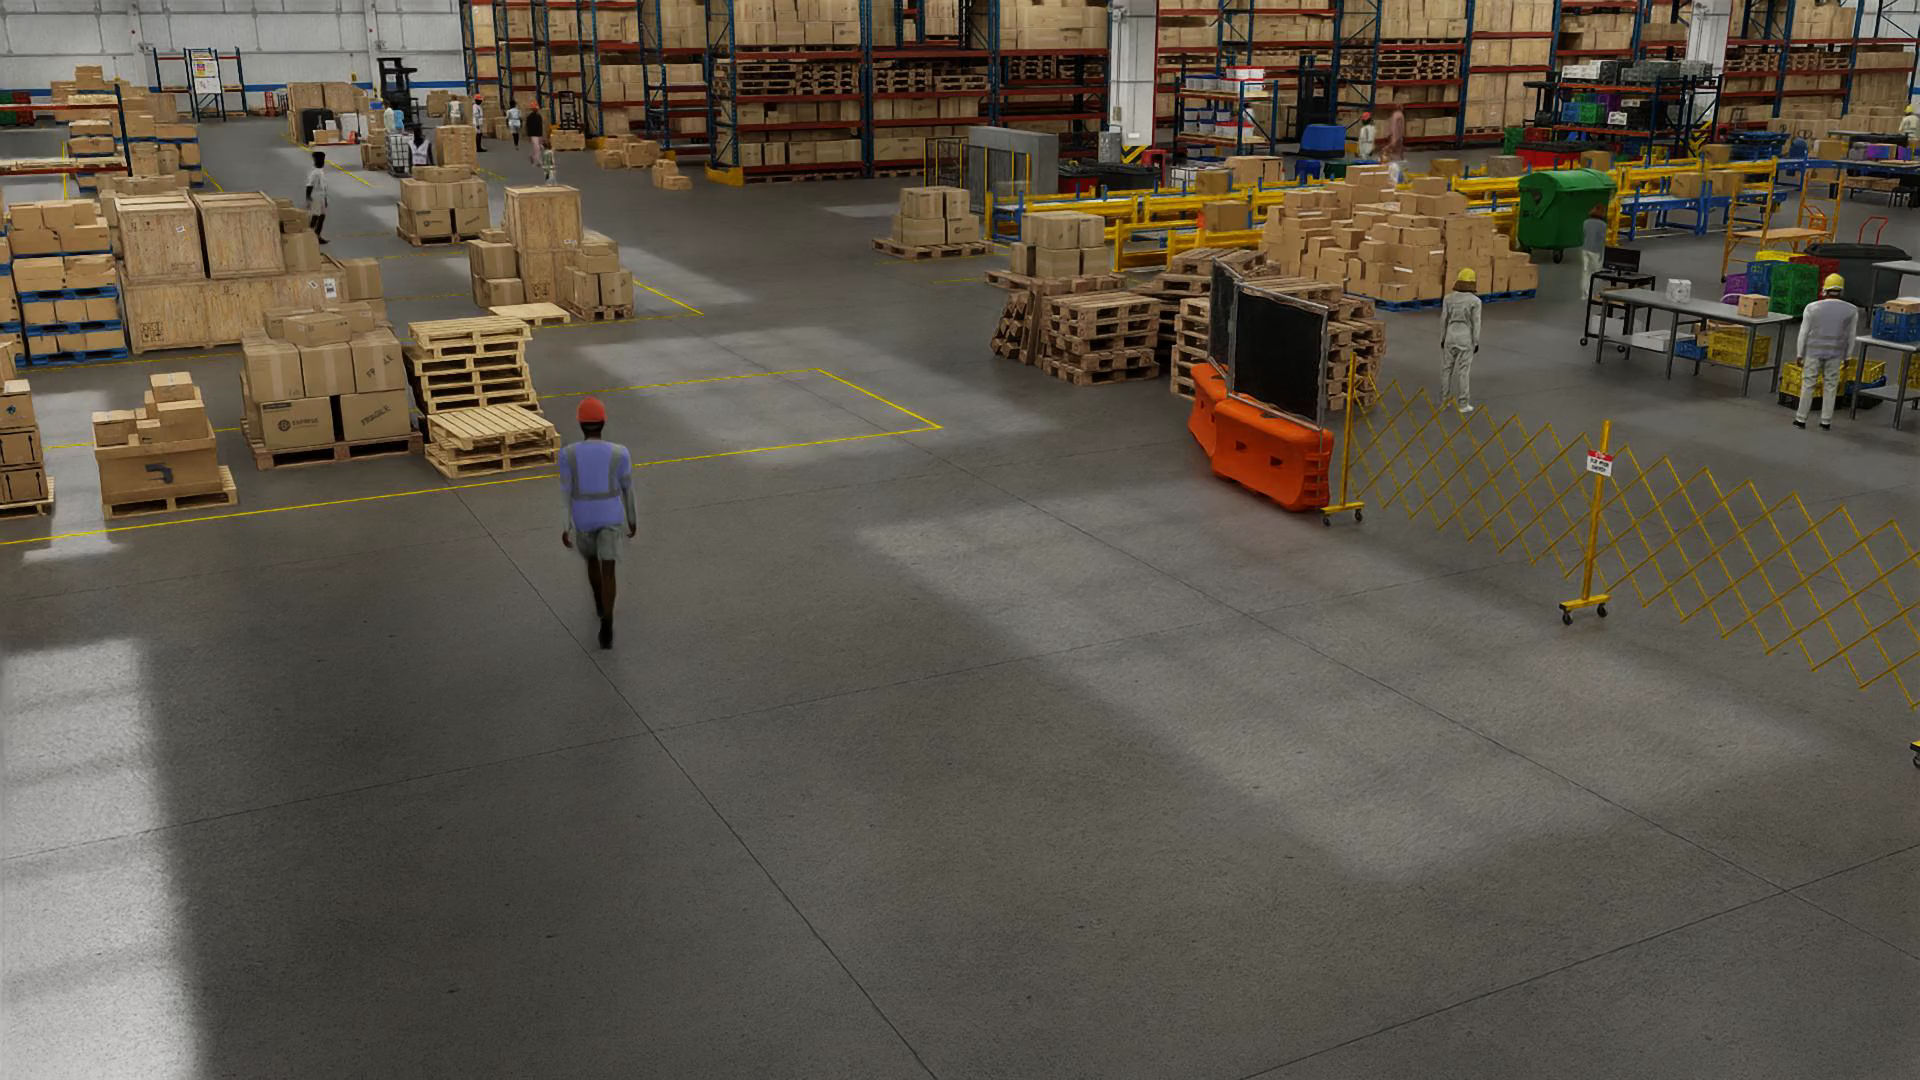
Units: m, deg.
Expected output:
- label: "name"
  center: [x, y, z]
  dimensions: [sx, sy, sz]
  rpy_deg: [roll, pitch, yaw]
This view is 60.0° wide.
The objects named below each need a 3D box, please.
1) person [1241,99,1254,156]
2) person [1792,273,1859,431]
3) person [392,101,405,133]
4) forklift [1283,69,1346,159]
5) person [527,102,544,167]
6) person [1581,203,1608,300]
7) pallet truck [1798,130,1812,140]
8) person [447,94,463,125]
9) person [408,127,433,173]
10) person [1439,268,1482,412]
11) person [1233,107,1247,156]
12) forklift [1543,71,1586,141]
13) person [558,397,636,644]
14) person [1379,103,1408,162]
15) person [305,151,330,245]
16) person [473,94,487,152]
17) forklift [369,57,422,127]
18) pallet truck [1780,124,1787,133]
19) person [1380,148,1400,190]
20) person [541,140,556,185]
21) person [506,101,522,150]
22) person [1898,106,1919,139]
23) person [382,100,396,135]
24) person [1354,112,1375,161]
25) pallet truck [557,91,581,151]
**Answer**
- label: "person"
  center: [9.316, -13.423, 54.274]
  dimensions: [0.686, 1.885, 0.682]
  rpy_deg: [-12, 21, -33]
- label: "person"
  center: [10.049, -2.178, 19.336]
  dimensions: [0.595, 1.824, 0.404]
  rpy_deg: [6, 19, 17]
- label: "person"
  center: [-19.026, -13.971, 56.296]
  dimensions: [0.322, 1.696, 0.536]
  rpy_deg: [12, 21, 33]
- label: "forklift"
  center: [11.615, -13.871, 54.079]
  dimensions: [1.129, 2.768, 1.873]
  rpy_deg: [-9, 20, -27]
- label: "person"
  center: [-13.116, -12.496, 51.252]
  dimensions: [0.693, 1.975, 0.620]
  rpy_deg: [11, 21, 30]
- label: "person"
  center: [10.653, -4.842, 27.972]
  dimensions: [0.361, 1.616, 0.497]
  rpy_deg: [-12, 21, -32]
- label: "pallet truck"
  center: [25.526, -11.556, 49.408]
  dimensions: [1.630, 1.274, 0.653]
  rpy_deg: [-9, 20, -26]
- label: "person"
  center: [-18.942, -15.896, 62.395]
  dimensions: [0.554, 1.617, 0.614]
  rpy_deg: [-8, 19, -23]
- label: "person"
  center: [-13.572, -9.449, 41.902]
  dimensions: [0.598, 1.887, 0.842]
  rpy_deg: [3, 18, 8]
- label: "person"
  center: [6.097, -2.436, 20.264]
  dimensions: [0.492, 1.740, 0.325]
  rpy_deg: [13, 22, 35]
- label: "person"
  center: [8.912, -12.879, 52.815]
  dimensions: [0.531, 1.733, 0.774]
  rpy_deg: [-6, 19, -17]
- label: "forklift"
  center: [18.685, -13.231, 52.085]
  dimensions: [1.873, 2.768, 1.129]
  rpy_deg: [-9, 20, -26]
- label: "person"
  center: [-2.824, -0.186, 13.018]
  dimensions: [0.567, 1.886, 1.018]
  rpy_deg: [-3, 18, -8]
- label: "person"
  center: [13.761, -12.869, 52.625]
  dimensions: [1.002, 1.856, 0.648]
  rpy_deg: [-2, 18, -5]
- label: "person"
  center: [-13.300, -7.035, 34.310]
  dimensions: [0.470, 1.922, 0.742]
  rpy_deg: [0, 18, -2]
- label: "person"
  center: [-16.333, -14.162, 56.532]
  dimensions: [0.384, 1.930, 0.540]
  rpy_deg: [0, 18, 1]
- label: "forklift"
  center: [-22.739, -17.888, 66.602]
  dimensions: [1.873, 2.768, 1.129]
  rpy_deg: [13, 22, 34]
- label: "pallet truck"
  center: [25.206, -12.542, 52.601]
  dimensions: [1.601, 1.201, 0.680]
  rpy_deg: [0, 18, -2]
- label: "person"
  center: [9.107, -7.403, 35.500]
  dimensions: [0.543, 1.892, 0.668]
  rpy_deg: [-6, 19, -19]
- label: "person"
  center: [-10.116, -9.035, 41.007]
  dimensions: [0.311, 1.636, 0.521]
  rpy_deg: [0, 18, -1]
- label: "person"
  center: [-15.422, -14.359, 57.577]
  dimensions: [0.540, 1.654, 0.843]
  rpy_deg: [-12, 21, -34]
- label: "person"
  center: [29.702, -12.713, 52.252]
  dimensions: [0.611, 1.772, 0.938]
  rpy_deg: [-6, 19, -18]
- label: "person"
  center: [-18.254, -13.104, 53.214]
  dimensions: [0.373, 1.936, 0.629]
  rpy_deg: [-5, 19, -16]
- label: "person"
  center: [11.014, -10.628, 45.329]
  dimensions: [0.414, 2.028, 0.612]
  rpy_deg: [16, 23, 40]
- label: "pallet truck"
  center: [-13.495, -14.412, 57.188]
  dimensions: [0.823, 1.965, 1.885]
  rpy_deg: [-3, 18, -9]
